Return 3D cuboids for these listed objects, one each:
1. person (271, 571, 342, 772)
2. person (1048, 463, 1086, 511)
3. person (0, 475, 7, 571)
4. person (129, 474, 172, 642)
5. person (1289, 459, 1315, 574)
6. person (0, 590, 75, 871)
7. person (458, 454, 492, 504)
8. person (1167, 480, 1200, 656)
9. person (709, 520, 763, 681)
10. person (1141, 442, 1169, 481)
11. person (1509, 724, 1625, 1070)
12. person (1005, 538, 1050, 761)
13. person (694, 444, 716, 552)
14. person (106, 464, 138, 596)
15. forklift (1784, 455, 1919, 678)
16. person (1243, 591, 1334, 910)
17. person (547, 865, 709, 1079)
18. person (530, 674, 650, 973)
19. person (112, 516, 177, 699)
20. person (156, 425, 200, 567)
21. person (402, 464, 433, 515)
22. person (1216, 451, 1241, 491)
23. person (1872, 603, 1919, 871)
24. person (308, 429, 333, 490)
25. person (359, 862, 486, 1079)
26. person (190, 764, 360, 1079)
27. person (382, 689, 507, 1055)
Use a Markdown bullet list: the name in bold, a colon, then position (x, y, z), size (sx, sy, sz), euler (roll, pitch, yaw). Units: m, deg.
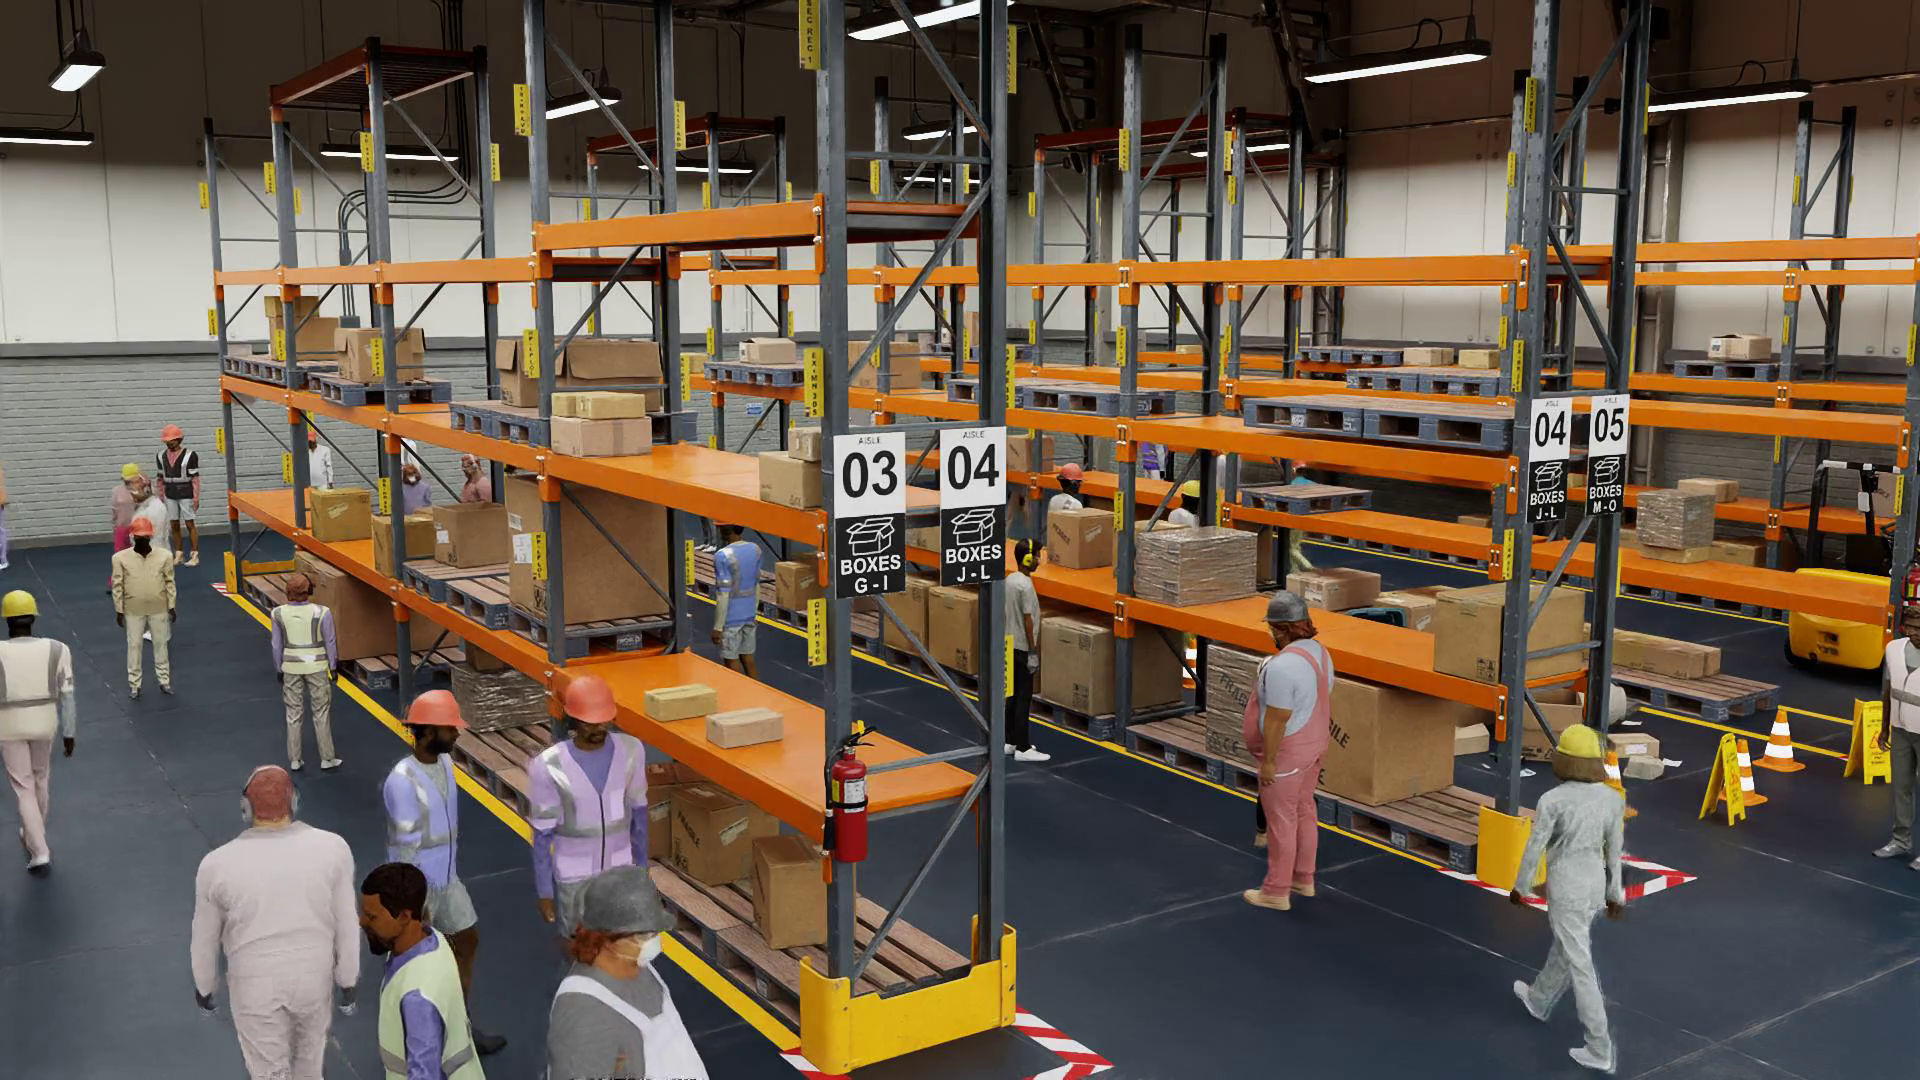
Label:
- **person**: position (-5.325, 1.073, 13.540), size (0.514, 1.642, 0.310), euler (0, 9, -2)
- **person**: position (1.193, 0.172, 18.262), size (0.413, 2.036, 0.606), euler (-4, 9, -24)
- **person**: position (-13.577, -0.506, 23.290), size (0.363, 1.881, 0.708), euler (-2, 9, -13)
- **person**: position (-9.032, 0.199, 18.564), size (0.403, 1.891, 0.725), euler (-6, 11, -37)
- **person**: position (4.487, -0.248, 22.020), size (0.576, 1.733, 0.565), euler (-8, 11, -41)
- **person**: position (-6.388, 1.284, 11.381), size (0.605, 1.880, 1.007), euler (-8, 12, -43)
- **person**: position (-6.028, -0.127, 20.670), size (0.409, 1.903, 0.639), euler (-6, 10, -33)
- **person**: position (2.388, 0.309, 17.776), size (0.474, 1.896, 0.632), euler (-2, 9, -12)
- **person**: position (-2.020, 0.691, 14.776), size (0.401, 2.039, 0.620), euler (5, 10, 28)
- **person**: position (3.304, -1.215, 28.116), size (0.429, 1.844, 0.627), euler (-3, 9, -21)
- **person**: position (3.141, 1.787, 8.592), size (0.504, 1.692, 0.898), euler (-3, 9, -18)
- **person**: position (0.542, 0.909, 13.898), size (0.329, 1.865, 0.512), euler (-3, 9, -18)
- **person**: position (-3.839, -0.638, 24.987), size (0.277, 1.627, 0.502), euler (-6, 10, -33)
- **person**: position (-10.671, -0.133, 21.377), size (0.551, 1.698, 0.865), euler (-1, 9, -7)
- **forklift**: position (9.643, 0.253, 17.172), size (2.313, 2.155, 1.214), euler (-6, 10, -33)
- **person**: position (2.074, 1.312, 10.623), size (0.535, 2.000, 0.685), euler (6, 11, 37)
- **person**: position (-1.225, 2.057, 5.669), size (0.770, 2.000, 0.690), euler (0, 9, 1)
- **person**: position (-1.839, 1.657, 8.374), size (0.643, 2.021, 0.479), euler (-5, 10, -31)
- **person**: position (-7.851, 0.641, 16.034), size (0.563, 1.755, 0.320), euler (-6, 10, -33)
- **person**: position (-11.065, -0.618, 23.525), size (0.611, 2.031, 0.410), euler (1, 9, 5)
- **person**: position (-7.247, -0.206, 22.158), size (0.508, 1.608, 0.612), euler (-5, 10, -29)
- **person**: position (3.916, -0.688, 24.694), size (0.609, 1.810, 0.435), euler (-8, 12, -43)
- **person**: position (6.508, 1.321, 11.280), size (0.406, 1.831, 0.562), euler (-3, 9, -20)
- **person**: position (-10.327, -0.935, 26.596), size (0.574, 1.738, 0.352), euler (-3, 9, -21)
- **person**: position (-1.920, 2.075, 6.024), size (0.408, 1.905, 0.606), euler (-3, 9, -18)
- **person**: position (-3.020, 1.894, 7.328), size (0.663, 1.857, 0.964), euler (-5, 10, -32)
- **person**: position (-2.638, 1.715, 8.371), size (0.553, 1.914, 0.635), euler (2, 9, 16)
